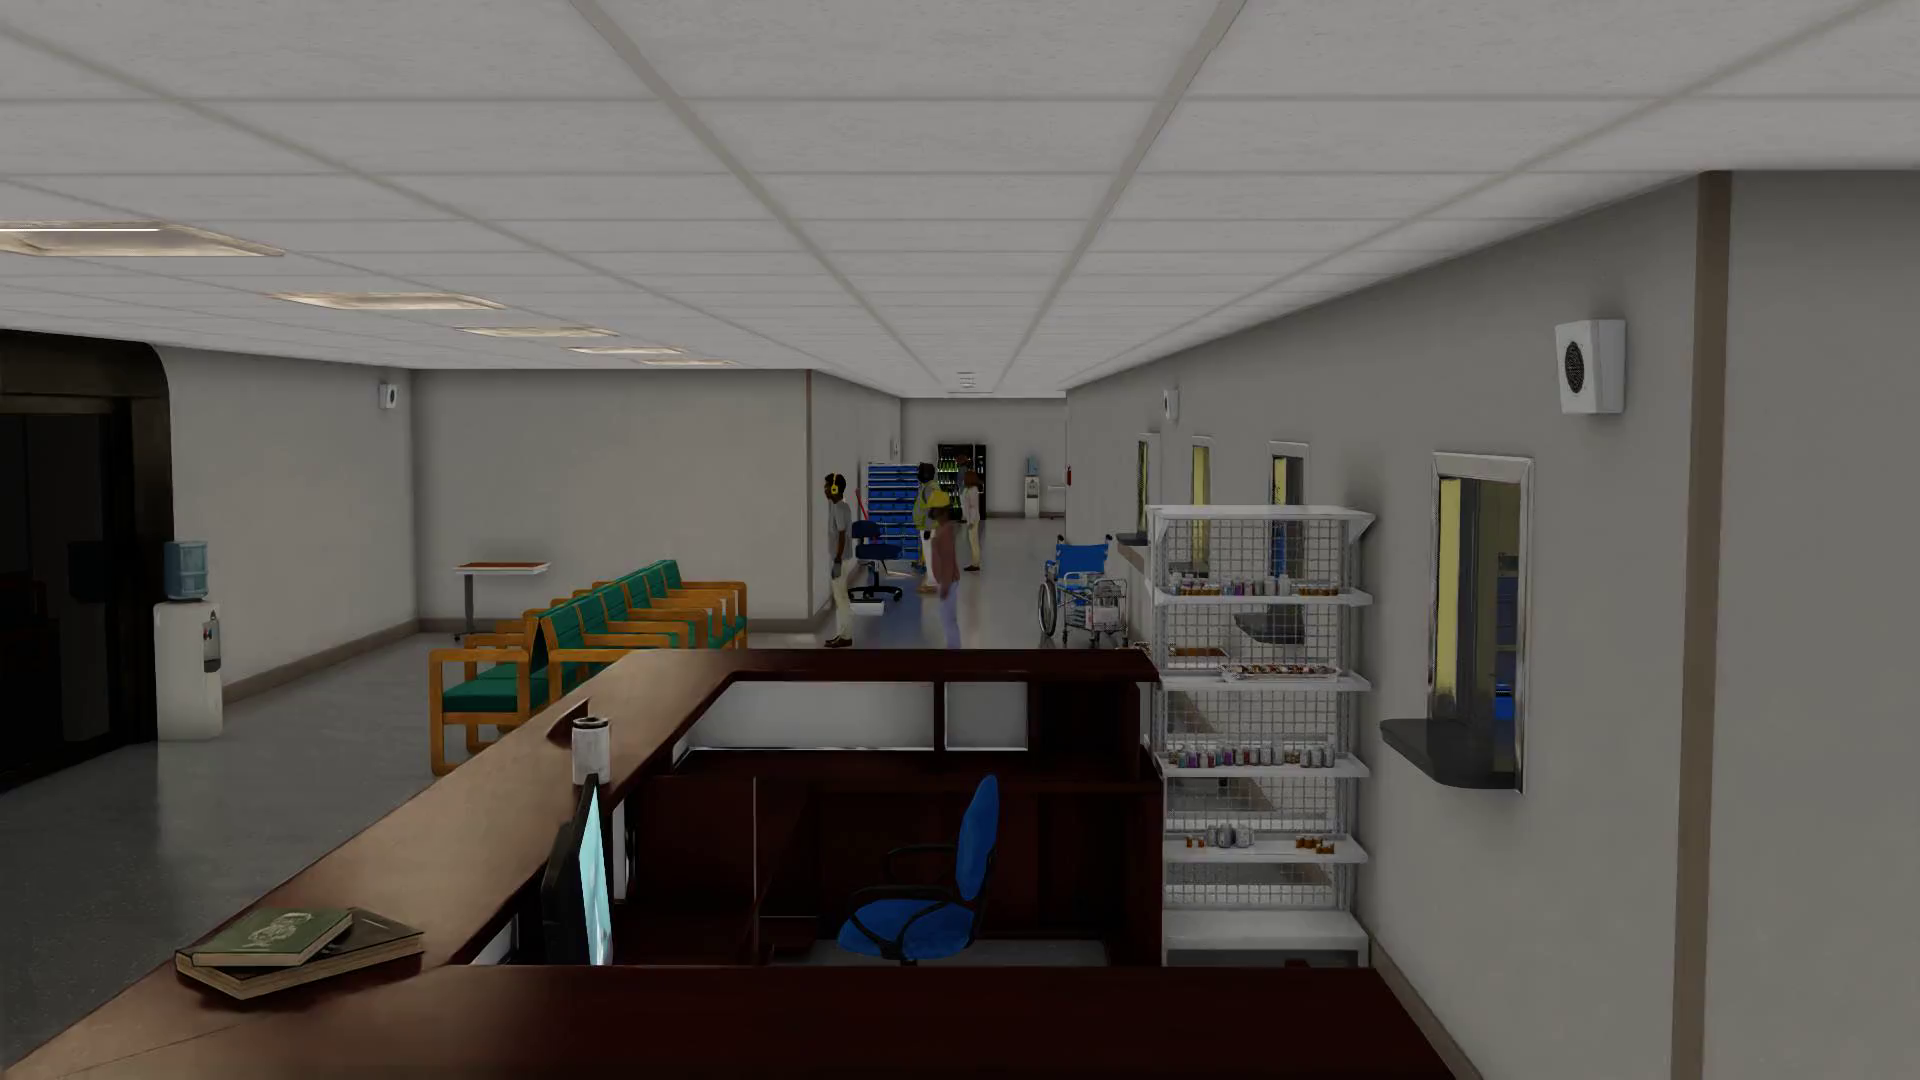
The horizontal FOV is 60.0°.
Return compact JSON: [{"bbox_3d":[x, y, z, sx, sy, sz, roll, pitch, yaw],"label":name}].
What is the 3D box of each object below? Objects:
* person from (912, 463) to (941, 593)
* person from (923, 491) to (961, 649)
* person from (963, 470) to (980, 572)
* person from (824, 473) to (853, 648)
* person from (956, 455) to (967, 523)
[{"bbox_3d":[-0.459,-0.168,23.422,0.429,1.841,0.633,0,4,0],"label":"person"},{"bbox_3d":[-0.172,0.405,16.073,0.380,1.752,0.569,0,4,-6],"label":"person"},{"bbox_3d":[0.189,-0.303,26.746,0.266,1.631,0.507,0,4,0],"label":"person"},{"bbox_3d":[-1.303,0.223,17.756,0.310,1.868,0.533,0,4,0],"label":"person"},{"bbox_3d":[0.042,-1.198,39.315,0.268,1.630,0.507,0,4,0],"label":"person"}]
